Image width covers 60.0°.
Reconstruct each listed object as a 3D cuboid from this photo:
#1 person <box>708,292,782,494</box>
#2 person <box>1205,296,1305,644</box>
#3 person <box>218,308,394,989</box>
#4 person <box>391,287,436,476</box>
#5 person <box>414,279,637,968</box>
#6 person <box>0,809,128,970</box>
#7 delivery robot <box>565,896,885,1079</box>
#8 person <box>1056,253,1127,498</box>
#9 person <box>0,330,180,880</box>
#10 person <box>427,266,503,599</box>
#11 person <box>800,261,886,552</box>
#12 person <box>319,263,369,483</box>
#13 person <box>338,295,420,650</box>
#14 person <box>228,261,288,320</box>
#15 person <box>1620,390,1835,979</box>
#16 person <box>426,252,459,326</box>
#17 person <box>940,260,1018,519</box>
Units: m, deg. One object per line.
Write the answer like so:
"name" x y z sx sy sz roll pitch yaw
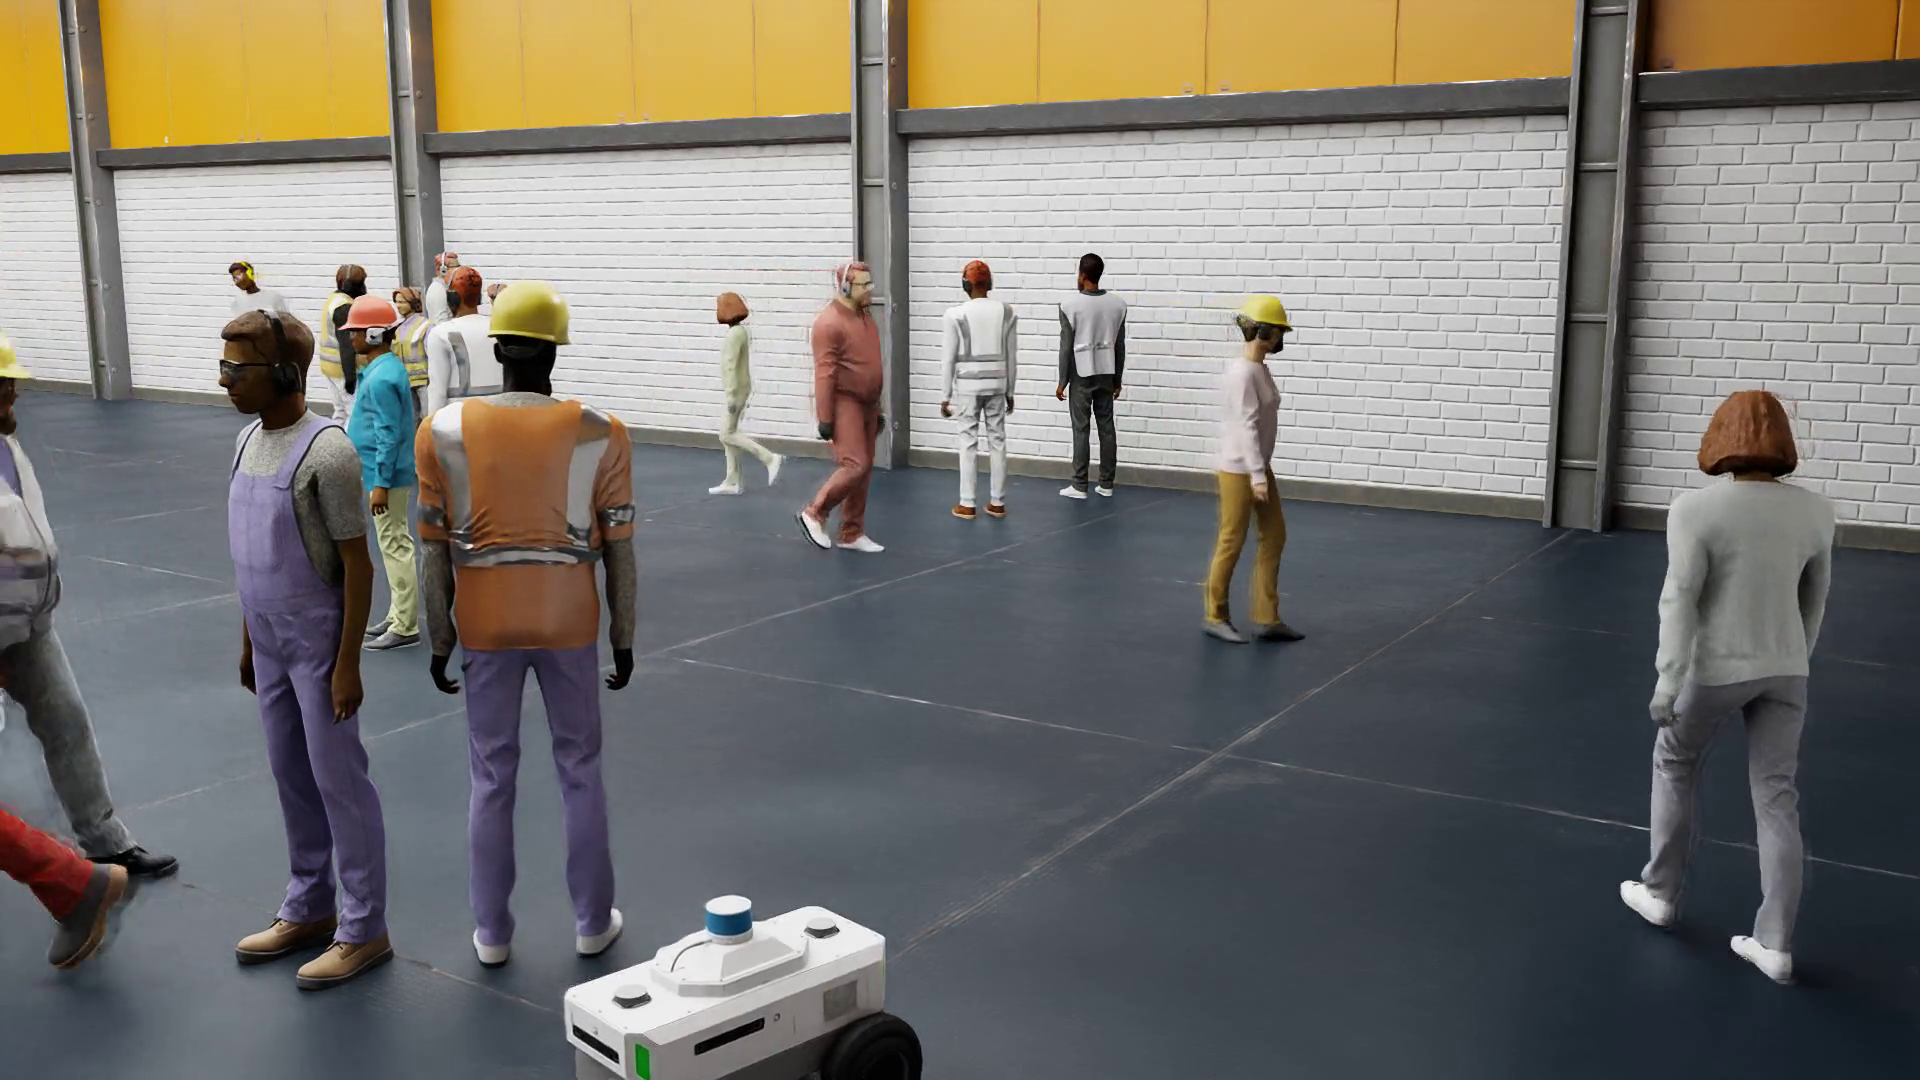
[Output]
"person" -1.730 -1.151 13.166 0.534 1.606 0.517 0 10 -1
"person" 1.464 -0.333 8.304 0.492 1.743 0.615 5 11 27
"person" -1.795 0.296 4.531 0.514 1.844 0.327 8 13 36
"person" -4.596 -1.315 14.059 0.516 1.631 0.320 5 12 27
"person" -1.206 0.236 4.691 0.590 1.916 0.420 -2 10 -11
"person" -2.807 0.260 4.421 0.892 1.963 0.647 -4 11 -21
"delivery robot" -0.512 1.041 3.719 0.707 0.478 0.477 -10 14 -43
"person" 1.032 -1.281 13.063 0.591 1.922 0.392 -5 11 -25
"person" -2.977 0.236 5.054 0.882 1.794 0.597 0 10 1
"person" -2.746 -0.604 9.437 0.348 1.877 0.578 7 13 35
"person" -0.707 -0.841 10.725 0.460 1.893 0.644 4 11 23
"person" -5.134 -1.394 13.956 0.434 1.828 0.671 -6 12 -28
"person" -2.875 -0.334 8.278 0.326 1.752 0.559 -3 11 -17
"person" -6.682 -1.762 16.019 0.615 1.818 0.618 1 10 4
"person" 2.171 0.380 4.729 0.565 1.600 0.705 -1 10 -6
"person" -4.833 -1.774 15.832 0.409 1.909 0.640 -2 10 -10
"person" 0.142 -1.086 12.093 0.586 1.881 0.359 -3 11 -18
